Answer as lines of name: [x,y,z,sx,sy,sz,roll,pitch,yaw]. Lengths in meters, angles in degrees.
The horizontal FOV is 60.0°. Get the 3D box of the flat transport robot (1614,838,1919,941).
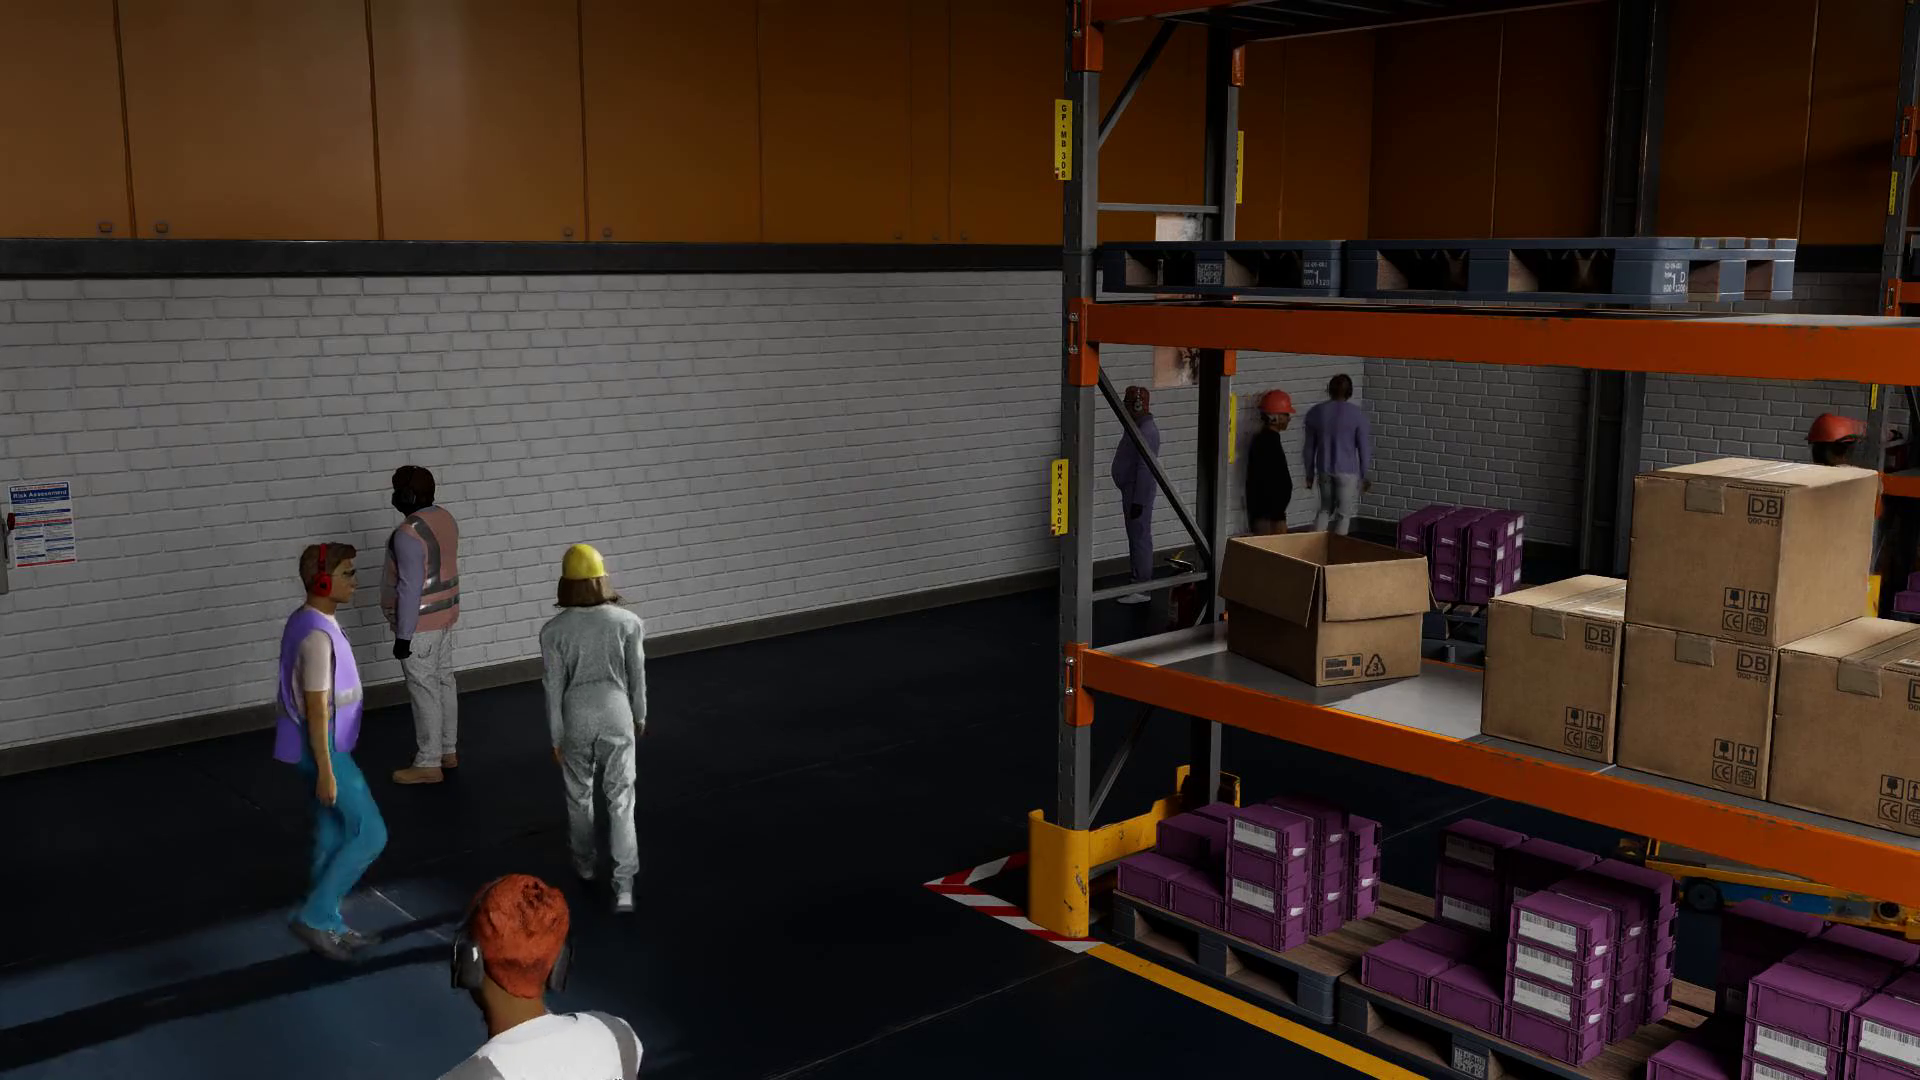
flat transport robot: [3.854,1.577,7.822,1.431,0.197,0.652,5,11,25]

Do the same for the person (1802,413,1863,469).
person: [5.754,0.181,10.905,0.615,2.024,0.869,-4,11,-24]

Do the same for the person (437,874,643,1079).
person: [-0.744,1.580,3.182,0.614,1.853,0.632,5,11,27]

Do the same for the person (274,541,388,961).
person: [-2.696,0.916,7.123,0.448,1.830,0.602,-4,10,-21]

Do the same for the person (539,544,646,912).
person: [-1.706,0.859,7.813,0.490,1.699,0.888,-3,10,-18]

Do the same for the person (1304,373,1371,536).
person: [3.648,-0.648,16.035,0.635,1.926,0.429,8,12,38]

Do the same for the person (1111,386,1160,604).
person: [1.532,-0.398,14.603,0.410,1.909,0.643,0,10,-1]

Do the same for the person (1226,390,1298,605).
person: [2.475,-0.213,13.293,0.467,1.976,0.624,1,10,5]

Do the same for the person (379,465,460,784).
person: [-3.127,0.482,9.640,0.429,1.844,0.625,1,10,3]
